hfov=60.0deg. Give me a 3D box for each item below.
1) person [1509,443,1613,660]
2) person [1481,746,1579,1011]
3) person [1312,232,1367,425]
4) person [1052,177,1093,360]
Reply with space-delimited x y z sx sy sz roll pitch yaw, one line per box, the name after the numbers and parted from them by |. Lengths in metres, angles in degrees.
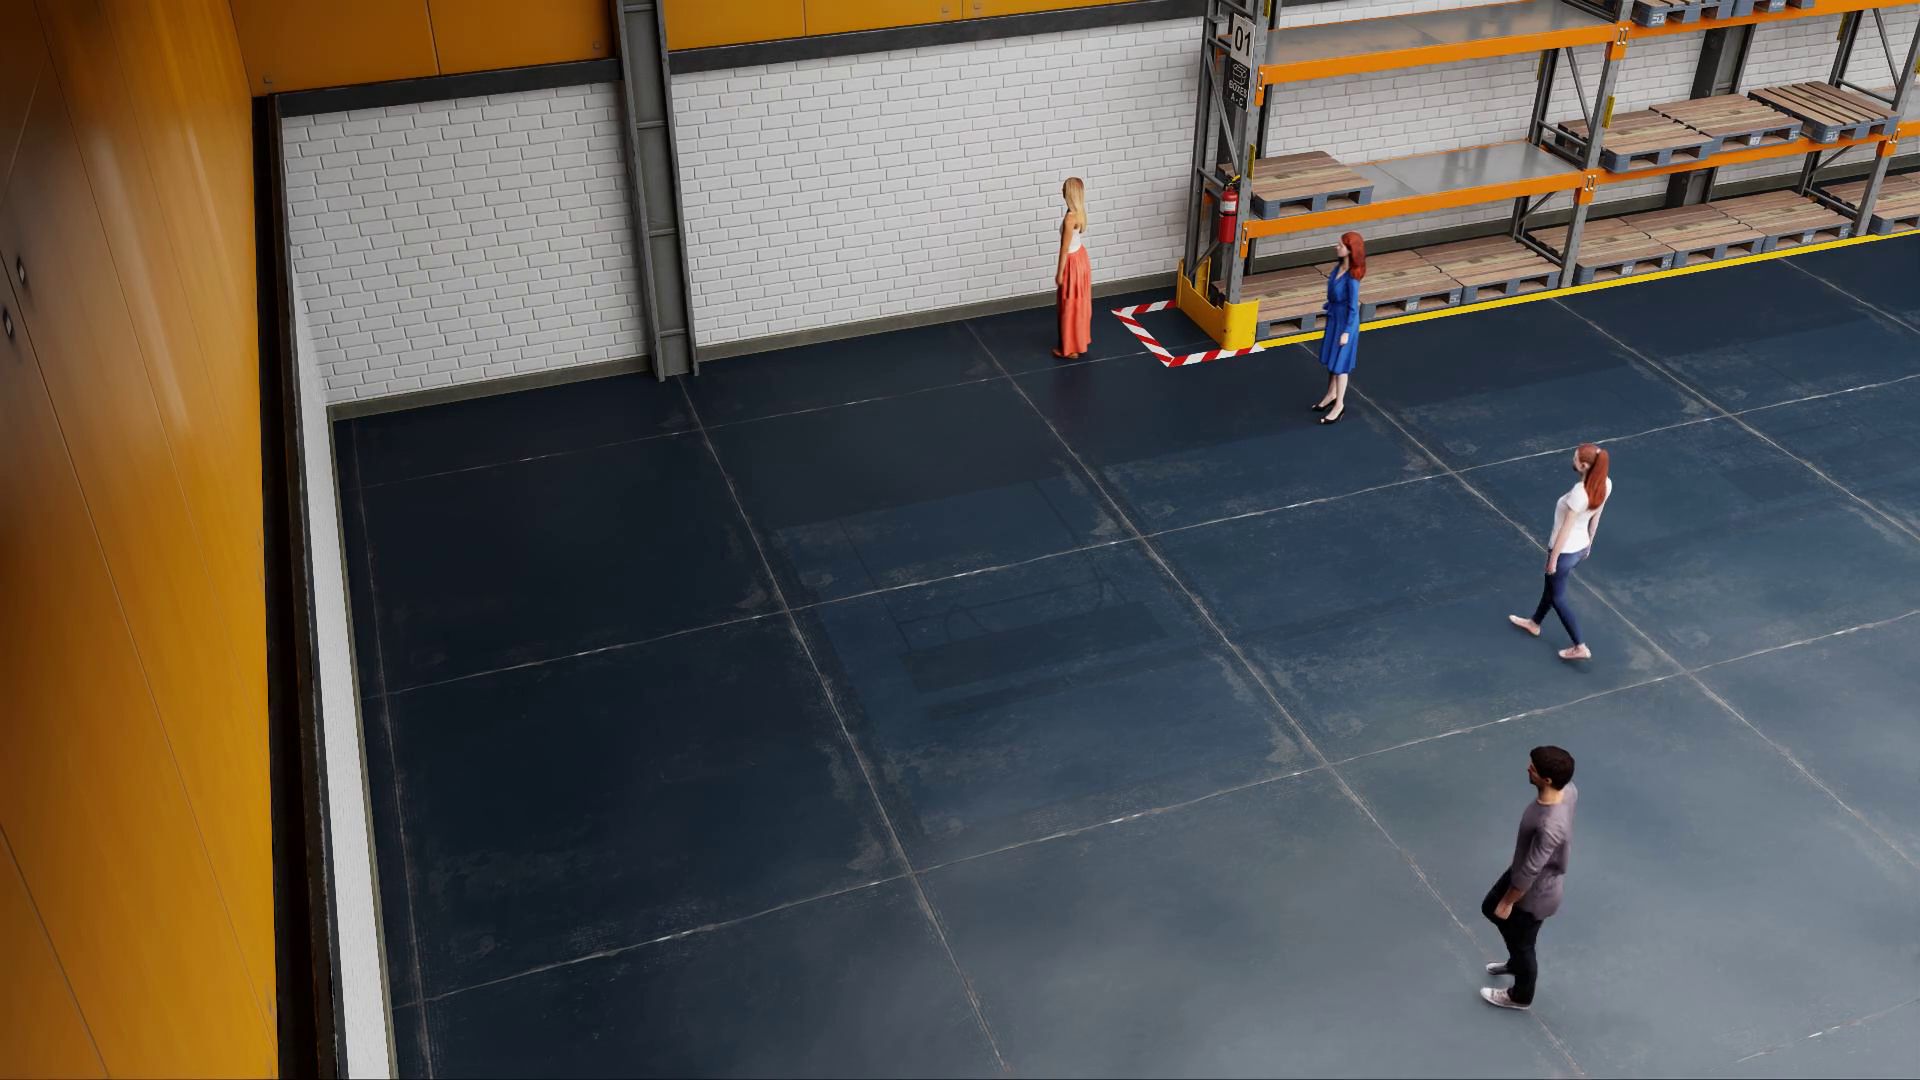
4.425 0.117 11.922 0.986 1.721 0.848 -25 41 -32 | person
3.241 1.907 9.125 0.830 1.835 0.787 12 35 17 | person
3.411 -1.891 14.846 0.676 1.828 0.680 -1 34 -2 | person
1.087 -2.610 15.951 0.751 1.802 0.715 9 35 13 | person
